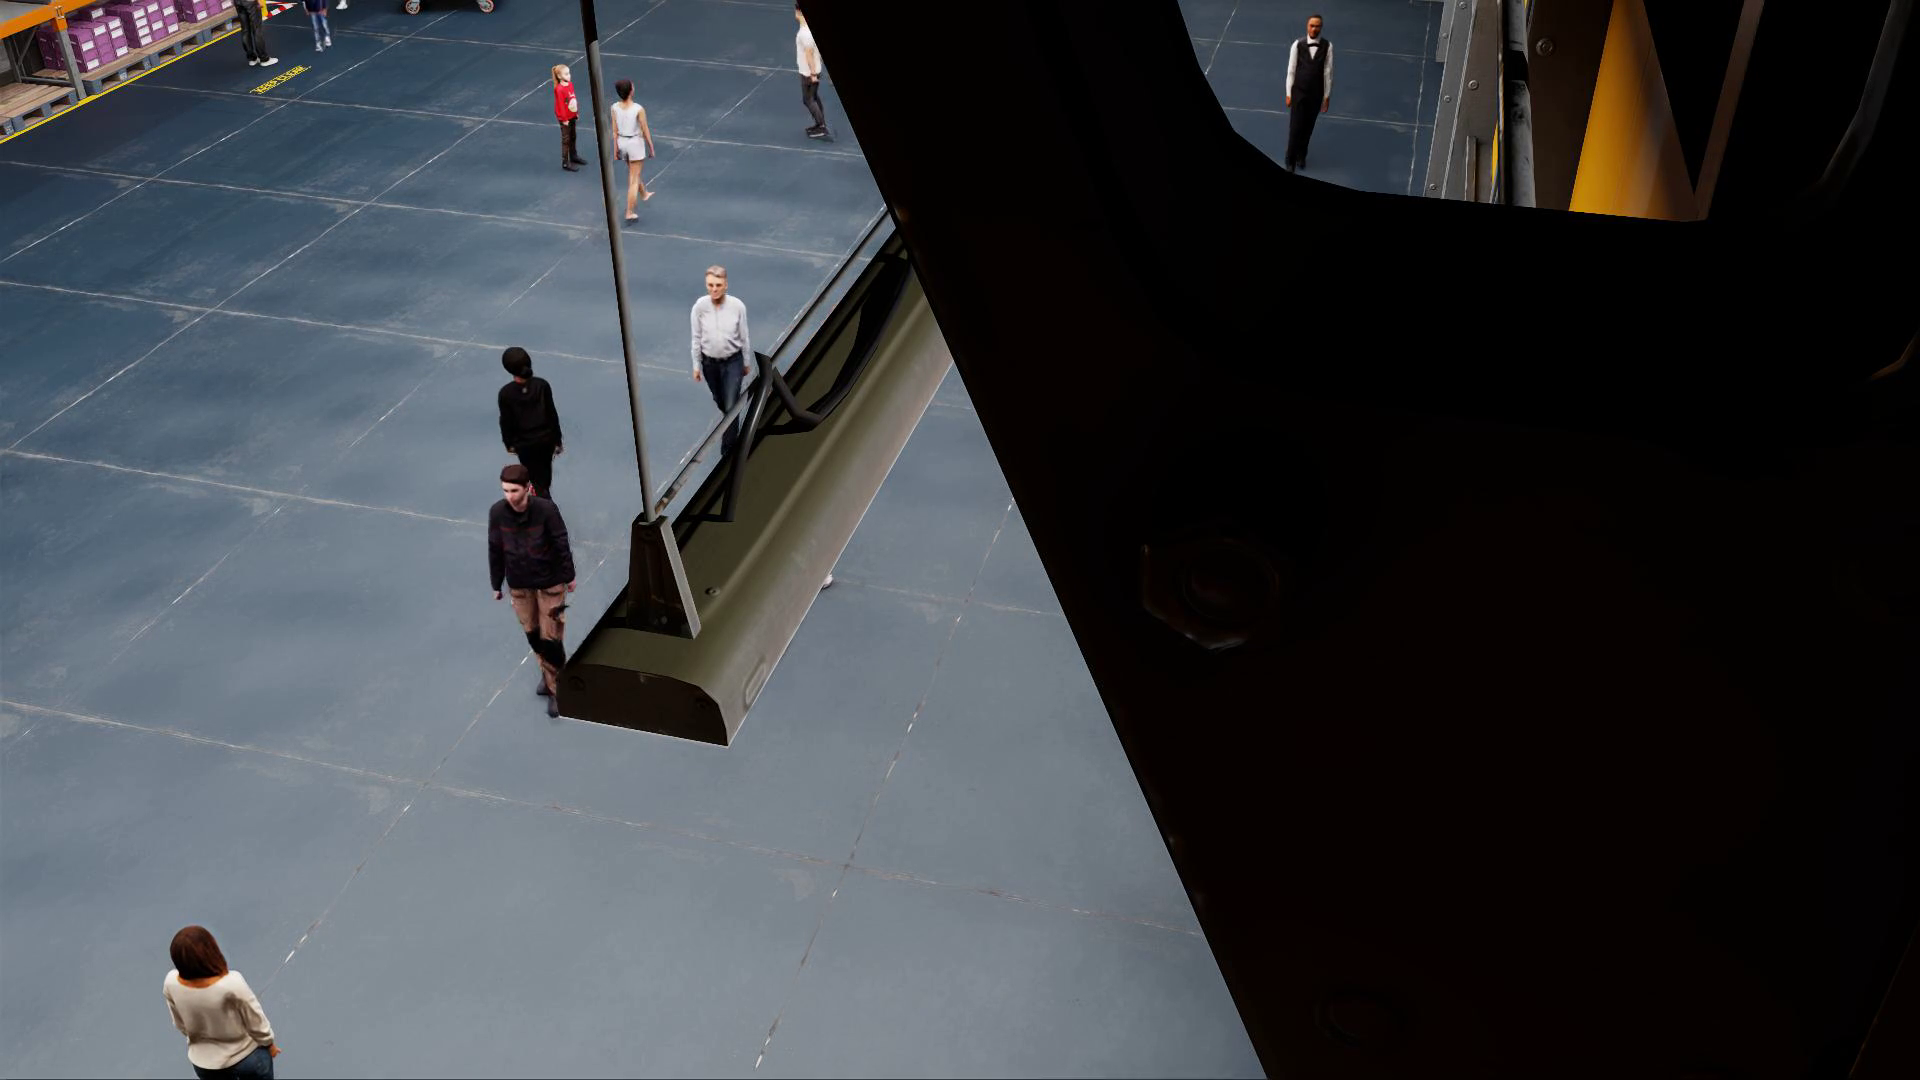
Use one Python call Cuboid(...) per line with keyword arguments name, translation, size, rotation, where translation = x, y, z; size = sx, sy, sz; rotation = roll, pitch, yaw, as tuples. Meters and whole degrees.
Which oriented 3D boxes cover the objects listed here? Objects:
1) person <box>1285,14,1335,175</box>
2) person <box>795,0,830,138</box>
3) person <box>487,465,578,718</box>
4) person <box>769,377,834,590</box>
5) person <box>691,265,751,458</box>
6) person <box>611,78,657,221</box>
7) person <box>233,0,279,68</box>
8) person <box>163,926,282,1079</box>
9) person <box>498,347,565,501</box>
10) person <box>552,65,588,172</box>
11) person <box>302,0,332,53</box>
Cuboid(name="person", translation=(4.247, -5.473, 20.275), size=(0.780, 1.892, 1.027), rotation=(3, 34, 5))
Cuboid(name="person", translation=(-1.867, -6.005, 21.261), size=(0.833, 1.687, 0.648), rotation=(-7, 34, -10))
Cuboid(name="person", translation=(-2.940, 0.259, 11.636), size=(0.793, 1.909, 0.880), rotation=(2, 34, 4))
Cuboid(name="person", translation=(-1.269, -0.445, 12.758), size=(0.882, 1.839, 0.846), rotation=(-27, 42, -35))
Cuboid(name="person", translation=(-2.074, -1.581, 14.515), size=(0.848, 1.787, 1.241), rotation=(1, 34, 1))
Cuboid(name="person", translation=(-3.779, -4.427, 19.001), size=(0.603, 1.560, 1.074), rotation=(10, 35, 15))
Cuboid(name="person", translation=(-10.162, -7.663, 23.642), size=(0.660, 1.811, 0.547), rotation=(10, 35, 15))
Cuboid(name="person", translation=(-3.677, 2.567, 8.368), size=(0.648, 1.683, 0.588), rotation=(3, 34, 5))
Cuboid(name="person", translation=(-3.389, -0.735, 13.382), size=(1.032, 1.631, 1.090), rotation=(-17, 37, -24))
Cuboid(name="person", translation=(-4.822, -5.204, 20.422), size=(0.537, 1.281, 0.411), rotation=(9, 35, 13))
Cuboid(name="person", translation=(-9.433, -7.815, 24.436), size=(0.726, 1.187, 0.921), rotation=(-4, 34, -6))
